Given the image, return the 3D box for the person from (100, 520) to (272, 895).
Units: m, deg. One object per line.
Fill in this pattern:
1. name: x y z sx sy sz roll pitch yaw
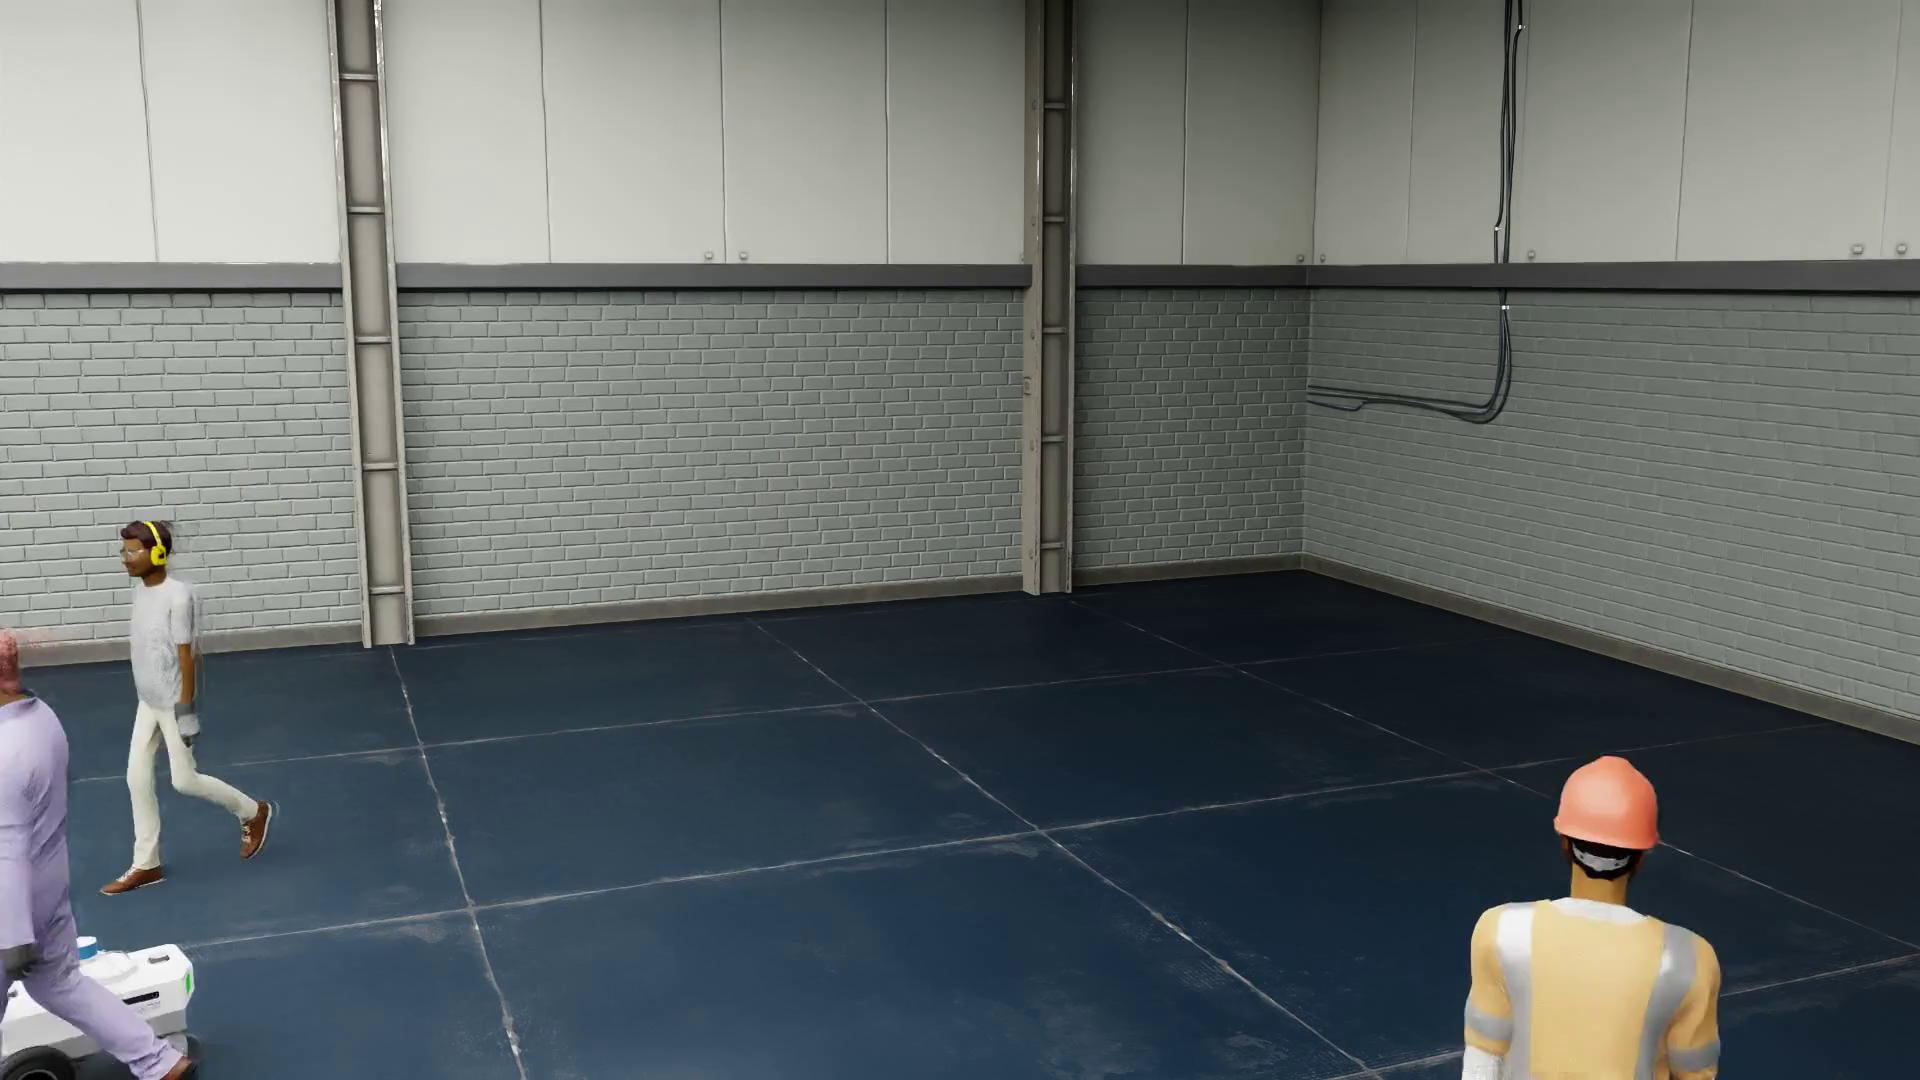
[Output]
1. person: -3.912 0.800 8.322 0.527 1.845 0.796 6 11 35

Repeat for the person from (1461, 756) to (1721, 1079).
1. person: 1.497 1.451 3.999 0.562 1.915 0.598 4 10 22

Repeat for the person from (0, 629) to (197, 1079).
1. person: -3.173 1.204 5.664 0.901 1.878 0.643 -2 9 -14

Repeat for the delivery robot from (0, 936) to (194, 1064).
1. delivery robot: -3.265 1.728 6.220 0.707 0.478 0.477 -7 12 -39
